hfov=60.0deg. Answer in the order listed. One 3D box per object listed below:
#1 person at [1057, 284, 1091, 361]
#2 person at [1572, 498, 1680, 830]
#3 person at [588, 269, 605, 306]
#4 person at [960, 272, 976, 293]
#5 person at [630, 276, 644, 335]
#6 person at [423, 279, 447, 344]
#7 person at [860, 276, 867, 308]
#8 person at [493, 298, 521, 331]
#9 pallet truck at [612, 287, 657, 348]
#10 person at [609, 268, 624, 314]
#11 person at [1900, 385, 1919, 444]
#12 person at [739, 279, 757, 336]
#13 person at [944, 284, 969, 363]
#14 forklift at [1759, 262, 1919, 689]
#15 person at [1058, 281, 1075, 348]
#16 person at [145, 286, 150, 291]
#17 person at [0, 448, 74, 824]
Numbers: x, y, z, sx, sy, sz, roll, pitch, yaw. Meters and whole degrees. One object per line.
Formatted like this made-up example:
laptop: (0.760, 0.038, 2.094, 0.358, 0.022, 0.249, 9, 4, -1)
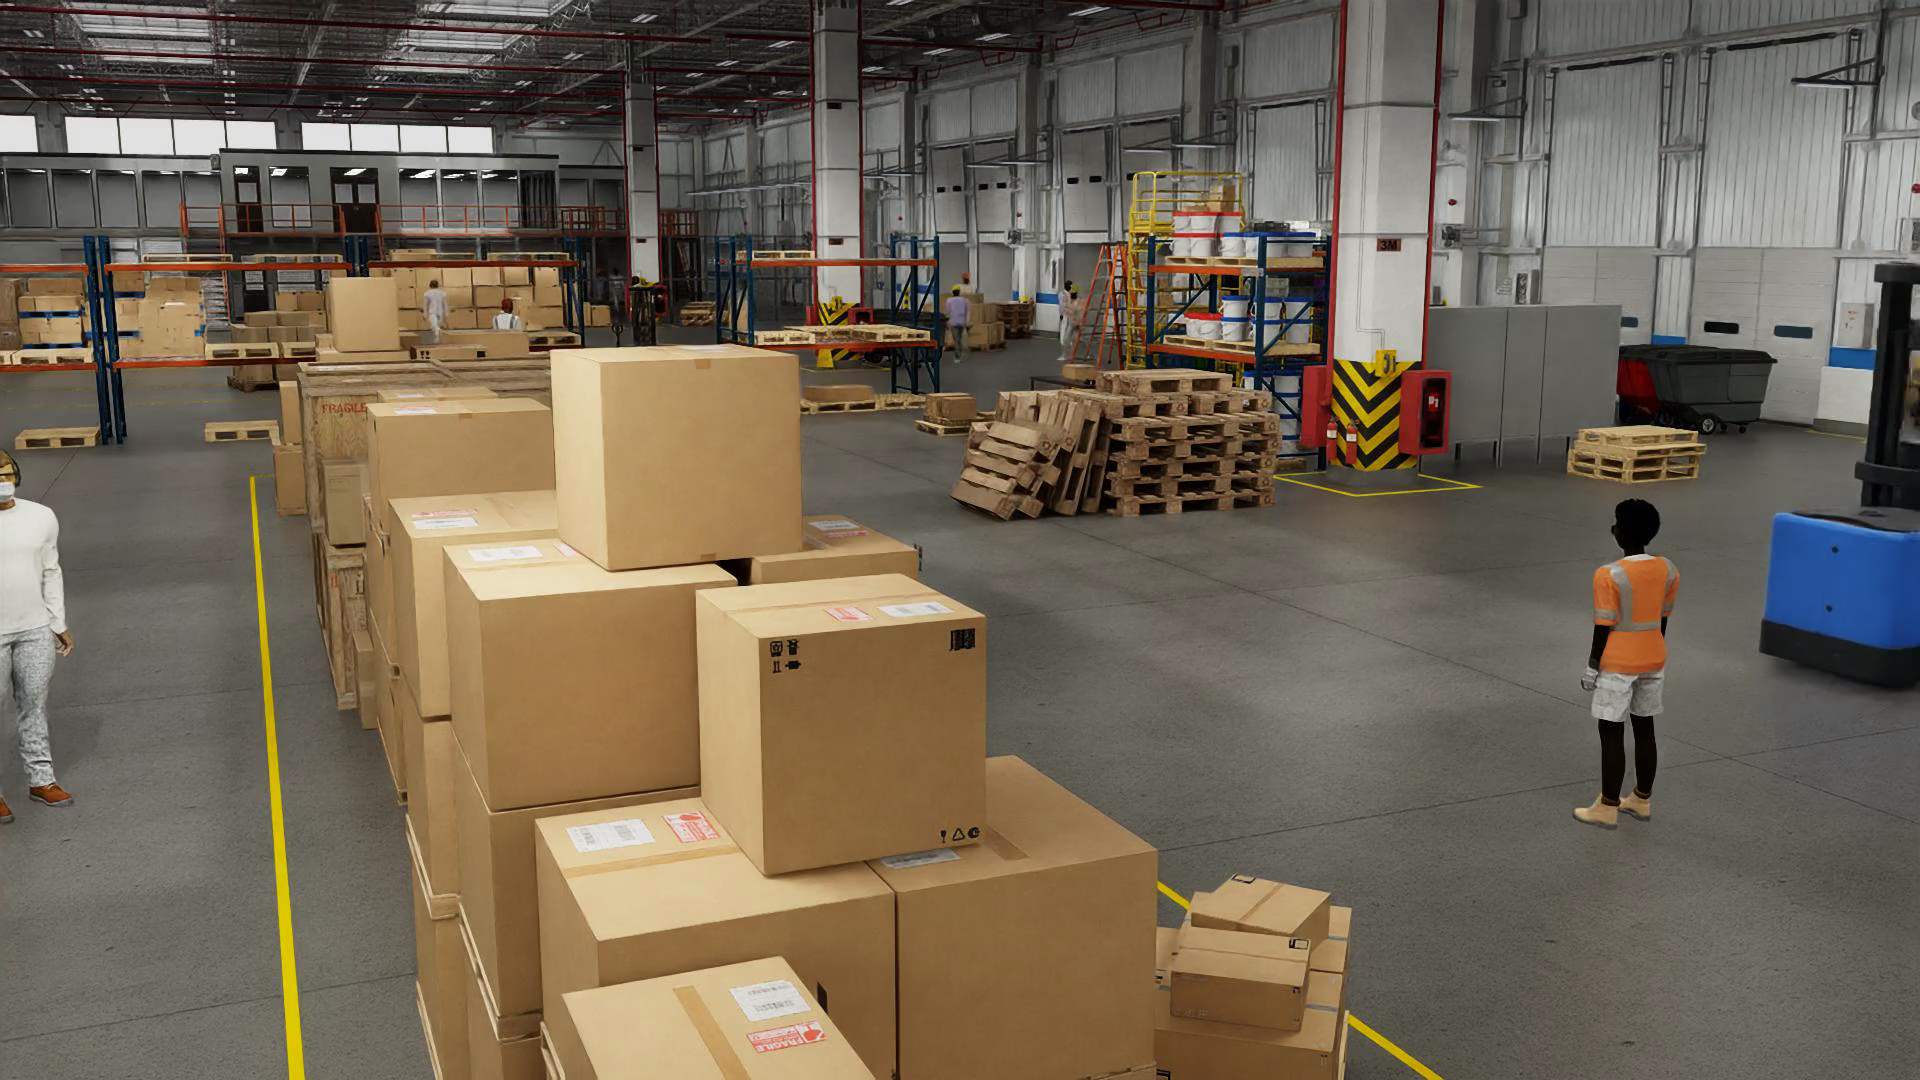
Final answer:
person: (2.844, -5.343, 40.861, 0.884, 1.888, 0.587, -8, 13, -38)
person: (3.393, 0.631, 8.473, 0.535, 1.697, 0.318, -5, 12, -27)
person: (-13.761, -9.332, 62.915, 1.043, 1.868, 0.575, -4, 11, -21)
person: (0.225, -7.099, 50.334, 0.615, 1.969, 0.684, -3, 11, -15)
person: (-10.068, -7.306, 51.856, 0.431, 1.835, 0.623, 2, 10, 11)
person: (-14.220, -6.126, 45.183, 0.634, 1.900, 0.909, -9, 14, -42)
person: (-3.748, -9.078, 61.358, 0.620, 1.926, 0.522, -3, 11, -16)
person: (-8.448, -3.572, 31.124, 0.574, 1.882, 0.358, 3, 11, 15)
pallet truck: (-6.464, -4.406, 35.401, 0.823, 1.965, 1.885, 6, 12, 32)
person: (-13.649, -9.904, 66.076, 0.582, 1.865, 0.666, -5, 11, -25)
person: (6.969, -0.189, 12.374, 0.387, 1.929, 0.635, 0, 10, 1)
person: (-6.117, -6.563, 47.749, 0.524, 1.839, 0.757, 5, 11, 26)
person: (-0.120, -5.267, 40.452, 0.588, 1.892, 0.809, -5, 11, -25)
forklift: (6.712, -0.511, 11.503, 1.873, 2.768, 1.129, -4, 11, -23)
person: (2.978, -6.189, 45.660, 0.621, 1.845, 0.429, -9, 13, -40)
person: (-21.960, -6.045, 45.178, 0.484, 1.723, 0.692, 6, 12, 32)
person: (-4.936, 0.481, 8.632, 0.372, 1.940, 0.627, 7, 12, 33)
